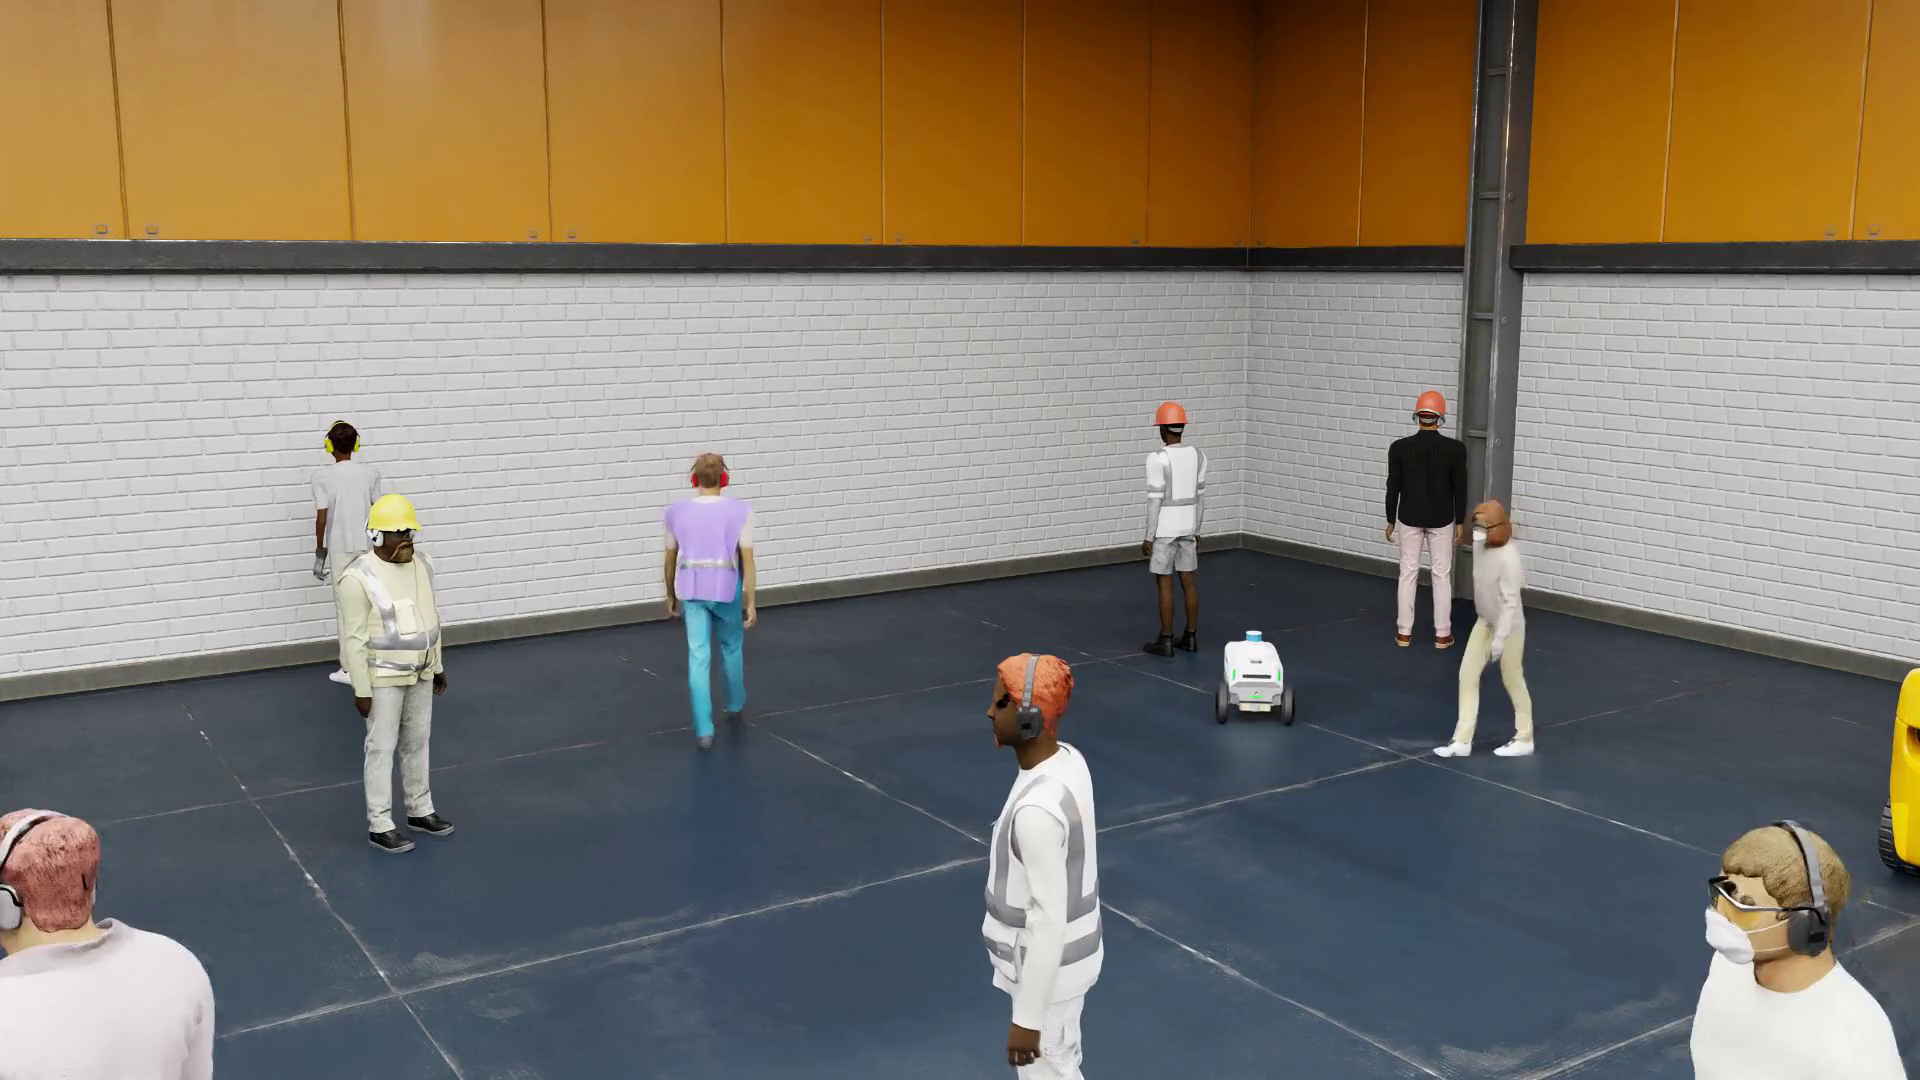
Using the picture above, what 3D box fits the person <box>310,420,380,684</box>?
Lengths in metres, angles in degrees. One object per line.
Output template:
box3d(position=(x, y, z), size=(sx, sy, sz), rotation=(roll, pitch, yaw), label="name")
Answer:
box3d(position=(-4.335, 0.087, 11.796), size=(0.513, 1.871, 0.329), rotation=(-8, 13, -41), label="person")

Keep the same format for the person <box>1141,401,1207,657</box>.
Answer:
box3d(position=(1.599, -0.084, 12.634), size=(0.551, 1.932, 0.377), rotation=(-6, 11, -32), label="person")

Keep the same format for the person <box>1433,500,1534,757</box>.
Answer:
box3d(position=(3.162, 0.542, 9.876), size=(0.749, 1.578, 0.512), rotation=(-2, 10, -14), label="person")

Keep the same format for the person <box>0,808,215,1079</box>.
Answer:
box3d(position=(-1.754, 1.478, 3.406), size=(0.852, 1.875, 0.637), rotation=(3, 10, 16), label="person")

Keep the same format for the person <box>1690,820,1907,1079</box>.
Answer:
box3d(position=(1.693, 1.479, 3.299), size=(0.738, 1.921, 0.635), rotation=(0, 9, 3), label="person")

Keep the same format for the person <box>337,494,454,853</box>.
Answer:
box3d(position=(-2.852, 0.667, 8.454), size=(0.403, 1.825, 0.591), rotation=(4, 10, 25), label="person")

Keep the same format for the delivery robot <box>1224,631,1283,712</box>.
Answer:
box3d(position=(1.925, 0.841, 10.925), size=(0.477, 0.478, 0.707), rotation=(1, 10, 6), label="delivery robot")

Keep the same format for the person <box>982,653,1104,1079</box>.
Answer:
box3d(position=(0.227, 1.246, 4.778), size=(0.361, 1.882, 0.575), rotation=(2, 10, 9), label="person")

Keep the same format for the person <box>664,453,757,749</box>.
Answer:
box3d(position=(-1.556, 0.347, 10.445), size=(0.594, 1.789, 0.970), rotation=(0, 9, 1), label="person")

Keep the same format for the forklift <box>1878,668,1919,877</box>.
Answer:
box3d(position=(5.511, 0.571, 7.906), size=(2.313, 2.155, 1.214), rotation=(-6, 11, -33), label="forklift")

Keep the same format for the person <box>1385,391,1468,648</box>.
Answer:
box3d(position=(3.607, -0.156, 12.880), size=(0.610, 1.996, 0.386), rotation=(3, 10, 20), label="person")
